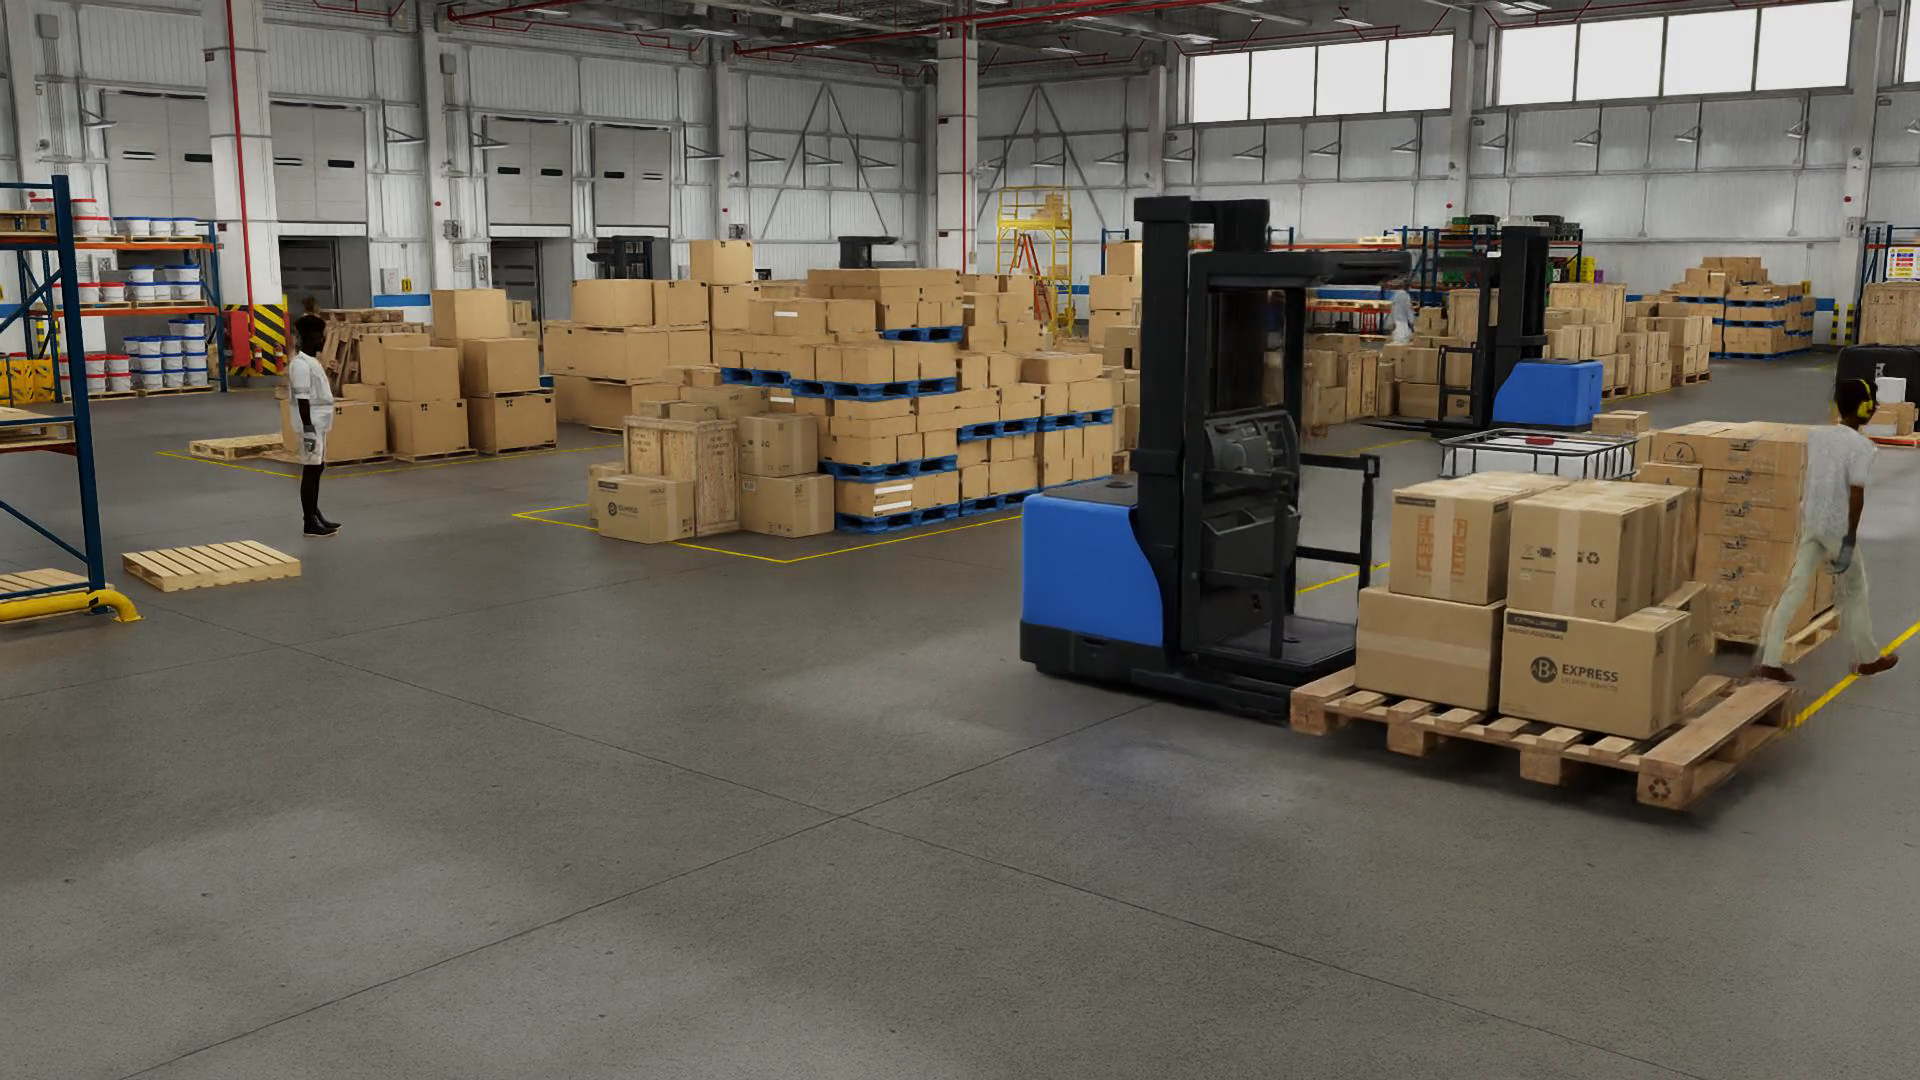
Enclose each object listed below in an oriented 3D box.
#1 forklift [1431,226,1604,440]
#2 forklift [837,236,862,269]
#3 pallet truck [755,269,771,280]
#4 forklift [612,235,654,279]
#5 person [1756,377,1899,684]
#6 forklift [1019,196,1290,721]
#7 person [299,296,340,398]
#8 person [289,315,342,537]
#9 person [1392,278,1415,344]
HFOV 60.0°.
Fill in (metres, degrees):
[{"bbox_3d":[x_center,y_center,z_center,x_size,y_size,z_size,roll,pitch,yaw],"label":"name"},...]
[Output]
[{"bbox_3d":[7.339,-2.688,21.696,1.873,2.768,1.129,8,13,40],"label":"forklift"},{"bbox_3d":[-2.605,-5.837,39.626,1.873,2.768,1.129,2,10,12],"label":"forklift"},{"bbox_3d":[-4.996,-6.432,45.525,1.885,1.965,0.823,-6,12,-32],"label":"pallet truck"},{"bbox_3d":[-7.300,-5.450,37.421,1.873,2.768,1.129,8,13,40],"label":"forklift"},{"bbox_3d":[5.123,-0.048,9.742,1.026,1.808,0.501,-4,11,-24],"label":"person"},{"bbox_3d":[1.366,-0.566,9.614,1.873,2.768,1.129,8,13,40],"label":"forklift"},{"bbox_3d":[-9.957,-2.874,25.809,0.955,1.799,0.543,-5,11,-28],"label":"person"},{"bbox_3d":[-5.728,-1.009,14.739,0.361,1.963,0.617,-2,10,-12],"label":"person"},{"bbox_3d":[9.595,-4.677,35.811,0.882,1.899,0.642,-1,10,-3],"label":"person"}]
